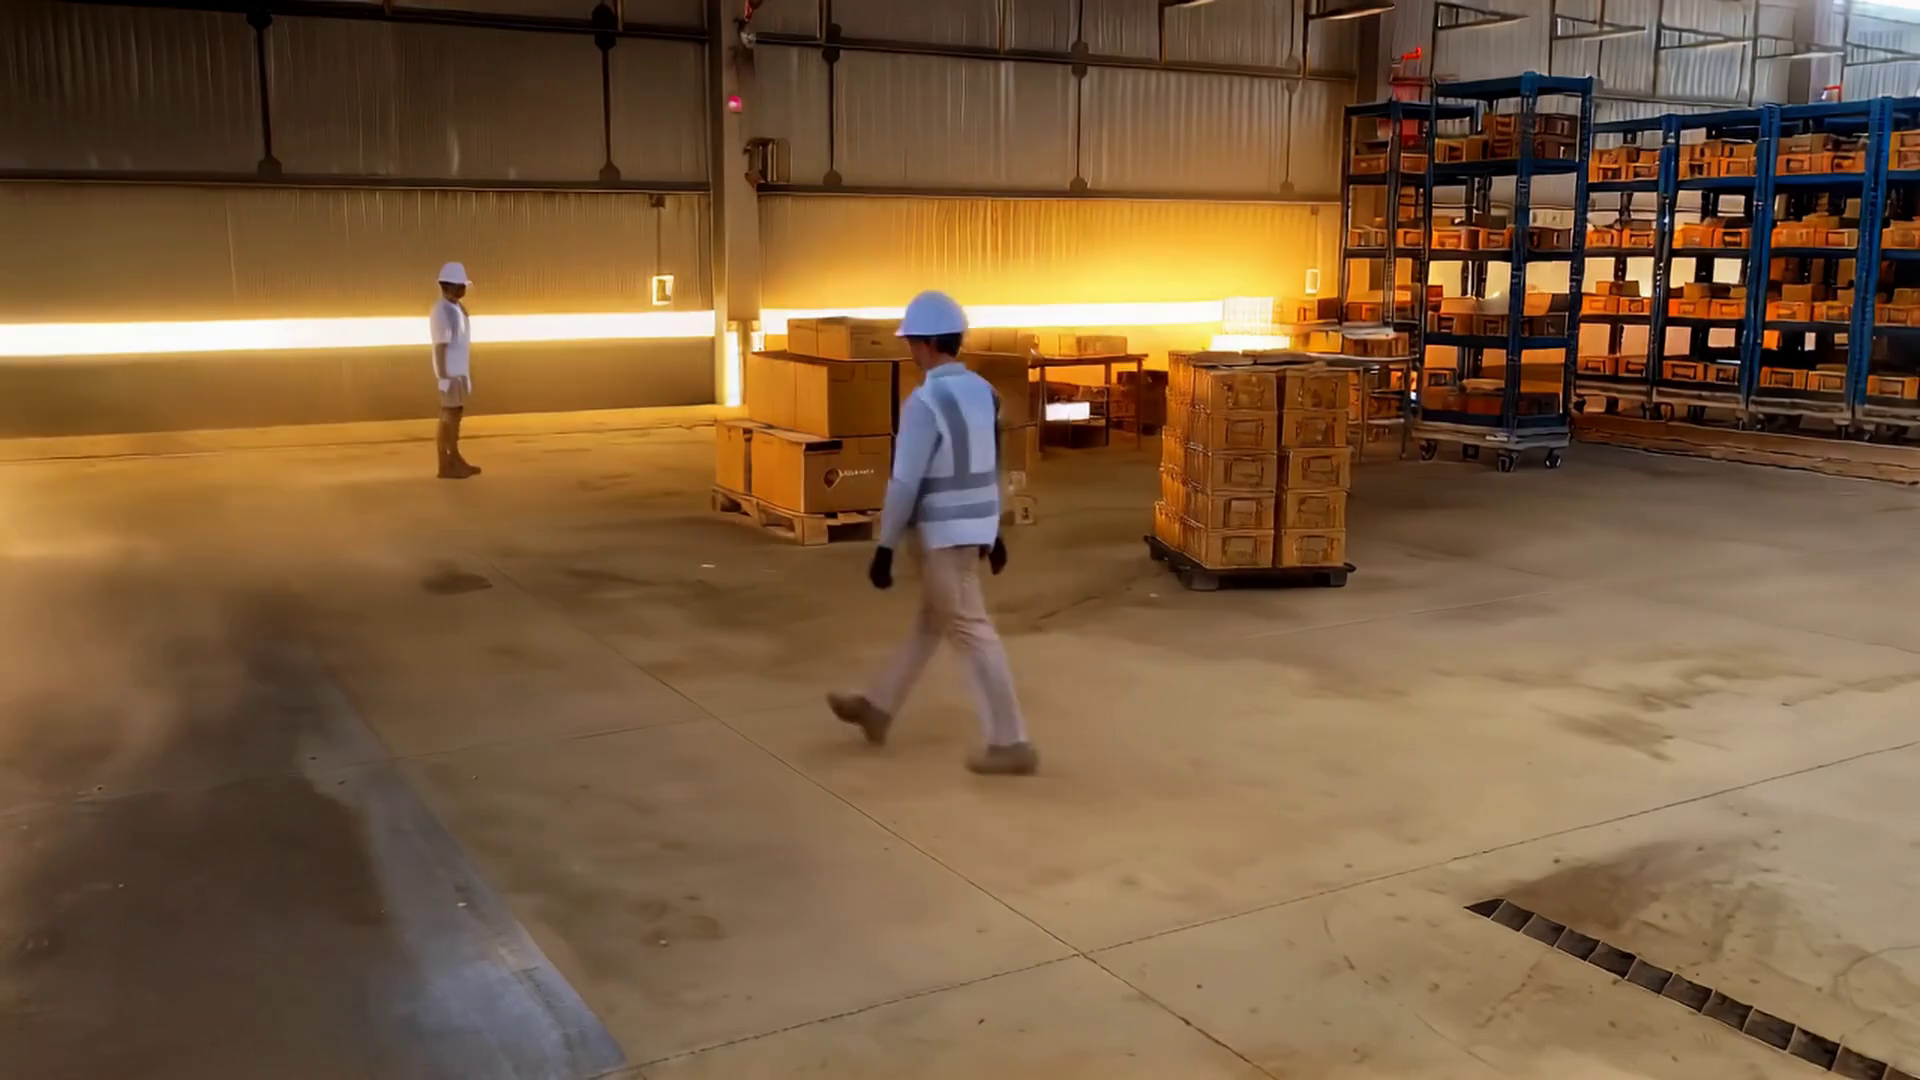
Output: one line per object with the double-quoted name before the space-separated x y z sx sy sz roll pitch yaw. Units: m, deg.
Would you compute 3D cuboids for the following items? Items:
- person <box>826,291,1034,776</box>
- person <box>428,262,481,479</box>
"person" -0.131 -0.030 6.631 1.050 1.886 0.640 5 11 24
"person" -4.543 -1.525 14.978 0.379 1.937 0.548 1 10 8
